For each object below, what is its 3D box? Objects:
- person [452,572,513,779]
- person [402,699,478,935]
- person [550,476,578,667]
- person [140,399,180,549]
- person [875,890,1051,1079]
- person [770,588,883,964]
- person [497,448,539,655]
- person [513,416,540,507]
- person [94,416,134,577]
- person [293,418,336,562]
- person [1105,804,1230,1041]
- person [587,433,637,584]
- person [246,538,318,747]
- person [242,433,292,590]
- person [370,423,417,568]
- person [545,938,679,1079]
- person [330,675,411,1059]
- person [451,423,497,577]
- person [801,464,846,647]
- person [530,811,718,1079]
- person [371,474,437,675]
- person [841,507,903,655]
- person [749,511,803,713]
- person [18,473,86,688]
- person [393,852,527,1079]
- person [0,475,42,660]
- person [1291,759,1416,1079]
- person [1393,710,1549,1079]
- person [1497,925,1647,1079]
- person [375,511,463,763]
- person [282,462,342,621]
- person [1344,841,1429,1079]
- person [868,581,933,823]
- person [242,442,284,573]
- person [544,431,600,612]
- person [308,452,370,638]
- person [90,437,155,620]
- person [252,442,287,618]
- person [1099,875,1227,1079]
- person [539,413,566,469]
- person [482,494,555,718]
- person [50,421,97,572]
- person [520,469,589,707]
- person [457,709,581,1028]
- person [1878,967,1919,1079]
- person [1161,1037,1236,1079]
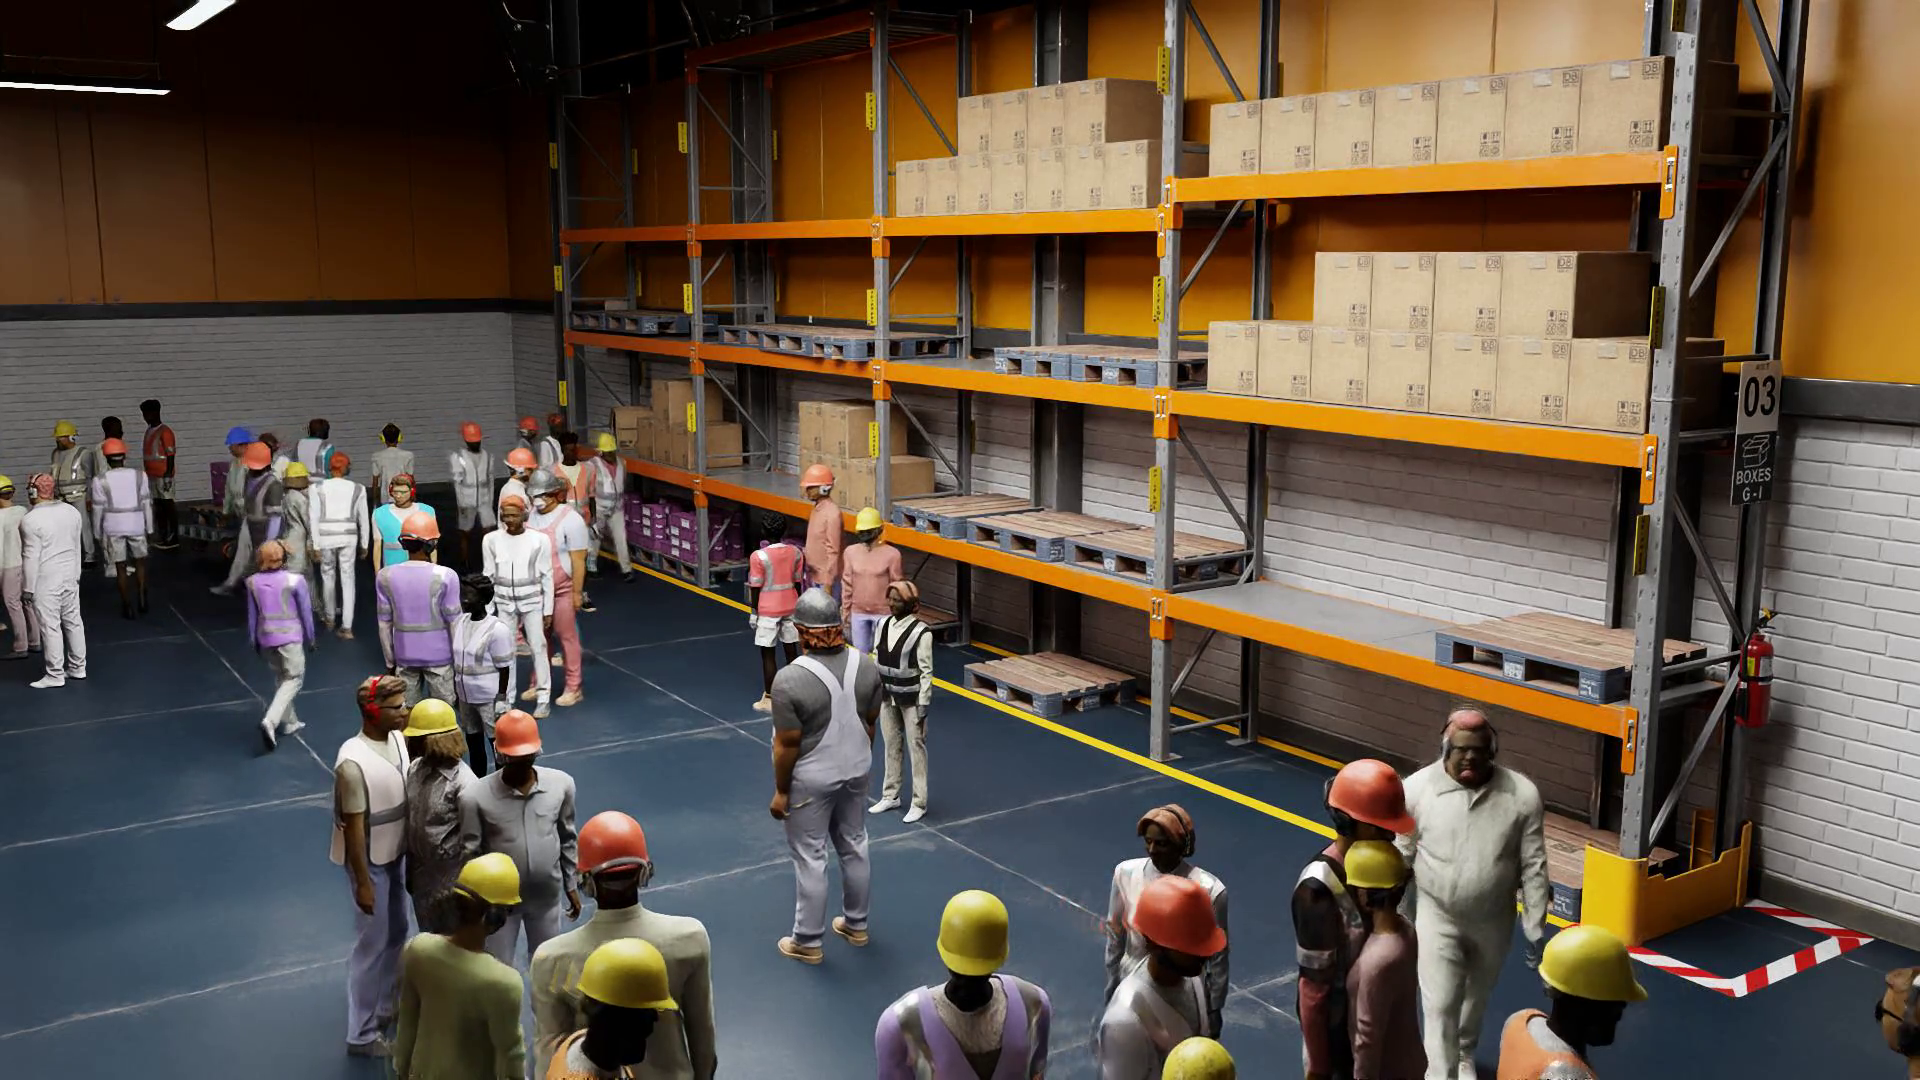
[{"bbox_3d":[-3.234,1.054,11.233,0.535,1.700,0.318,6,11,32],"label":"person"},{"bbox_3d":[-2.465,1.600,7.897,0.486,1.744,0.294,6,11,32],"label":"person"},{"bbox_3d":[-3.654,0.302,15.343,0.373,1.825,0.563,-4,10,-21],"label":"person"},{"bbox_3d":[-10.472,-0.867,21.744,0.603,1.959,0.372,8,12,38],"label":"person"},{"bbox_3d":[0.027,1.984,5.118,0.588,1.923,0.383,-5,11,-25],"label":"person"},{"bbox_3d":[-0.780,1.258,9.036,0.675,2.000,0.537,-8,13,-40],"label":"person"},{"bbox_3d":[-4.217,0.107,15.965,0.413,1.984,0.619,-4,11,-24],"label":"person"},{"bbox_3d":[-5.596,-0.736,21.586,0.343,1.749,0.572,0,10,-1],"label":"person"},{"bbox_3d":[-10.111,-0.522,19.841,0.371,1.916,0.597,-2,10,-10],"label":"person"},{"bbox_3d":[-7.990,-0.600,20.595,0.633,1.817,0.564,3,10,19],"label":"person"},{"bbox_3d":[0.828,1.854,6.711,0.523,1.638,0.311,6,11,29],"label":"person"},{"bbox_3d":[-4.094,-0.370,19.352,0.619,1.772,0.946,-9,13,-42],"label":"person"},{"bbox_3d":[-5.339,0.794,13.005,0.517,1.612,0.708,2,10,13],"label":"person"},{"bbox_3d":[-7.933,-0.328,19.060,0.573,1.790,0.938,-1,10,-6],"label":"person"},{"bbox_3d":[-6.640,-0.438,19.538,0.507,1.861,0.328,-3,10,-18],"label":"person"},{"bbox_3d":[-0.985,2.059,4.769,0.561,1.890,0.595,-3,10,-16],"label":"person"},{"bbox_3d":[-2.802,1.542,7.982,0.383,1.834,0.571,1,10,4],"label":"person"},{"bbox_3d":[-5.654,-0.433,19.476,0.537,1.866,0.990,-6,12,-33],"label":"person"},{"bbox_3d":[-1.199,0.318,14.697,0.385,1.994,0.614,-4,10,-20],"label":"person"},{"bbox_3d":[-1.113,1.874,5.564,0.609,1.992,0.383,-4,11,-24],"label":"person"},{"bbox_3d":[-5.064,0.306,15.213,0.569,1.836,0.385,-5,11,-28],"label":"person"},{"bbox_3d":[-0.731,0.600,13.701,0.533,1.767,0.326,3,10,17],"label":"person"},{"bbox_3d":[-1.534,0.599,13.935,0.536,1.693,0.319,-9,13,-43],"label":"person"},{"bbox_3d":[-8.060,0.356,14.720,0.406,1.910,0.639,2,10,13],"label":"person"},{"bbox_3d":[-1.760,1.957,5.815,0.571,1.726,0.538,6,11,30],"label":"person"},{"bbox_3d":[-8.986,0.255,15.741,0.329,1.763,0.523,1,10,4],"label":"person"},{"bbox_3d":[1.437,1.771,6.083,0.407,2.029,0.608,7,12,35],"label":"person"},{"bbox_3d":[2.224,1.649,7.291,0.640,1.857,1.001,1,10,6],"label":"person"},{"bbox_3d":[1.733,2.029,4.870,0.387,1.924,0.598,0,10,0],"label":"person"},{"bbox_3d":[-3.744,0.813,11.641,0.608,2.044,0.378,1,10,4],"label":"person"},{"bbox_3d":[-6.702,0.057,17.063,0.802,1.713,0.494,-8,13,-40],"label":"person"},{"bbox_3d":[1.493,1.919,5.996,0.366,1.754,0.519,4,11,24],"label":"person"},{"bbox_3d":[-0.390,1.079,11.248,0.514,1.645,0.308,8,13,40],"label":"person"},{"bbox_3d":[-7.014,-0.012,16.680,0.790,1.997,0.418,9,13,44],"label":"person"},{"bbox_3d":[-4.148,-0.189,17.744,0.613,1.965,0.361,-6,12,-33],"label":"person"},{"bbox_3d":[-6.278,0.032,16.842,0.581,1.830,0.951,-5,11,-25],"label":"person"},{"bbox_3d":[-8.786,-0.118,17.437,0.581,1.925,0.438,-8,12,-38],"label":"person"},{"bbox_3d":[-7.100,-0.059,17.123,0.593,1.920,0.392,8,13,40],"label":"person"},{"bbox_3d":[0.577,1.948,5.409,0.844,1.905,0.567,5,11,25],"label":"person"},{"bbox_3d":[-4.997,-0.645,20.683,0.431,1.871,0.613,2,10,12],"label":"person"},{"bbox_3d":[-3.622,0.551,13.683,0.576,1.875,0.365,0,10,2],"label":"person"},{"bbox_3d":[-10.742,-0.527,20.120,0.596,1.831,0.403,3,10,17],"label":"person"},{"bbox_3d":[-3.510,0.391,14.125,0.697,2.000,0.536,5,11,27],"label":"person"},{"bbox_3d":[-2.014,1.630,7.690,0.563,1.751,0.341,-6,11,-32],"label":"person"},{"bbox_3d":[2.810,2.115,4.693,0.516,1.820,0.844,-7,12,-34],"label":"person"},{"bbox_3d":[0.623,2.178,4.503,0.487,1.744,0.312,4,11,23],"label":"person"}]
